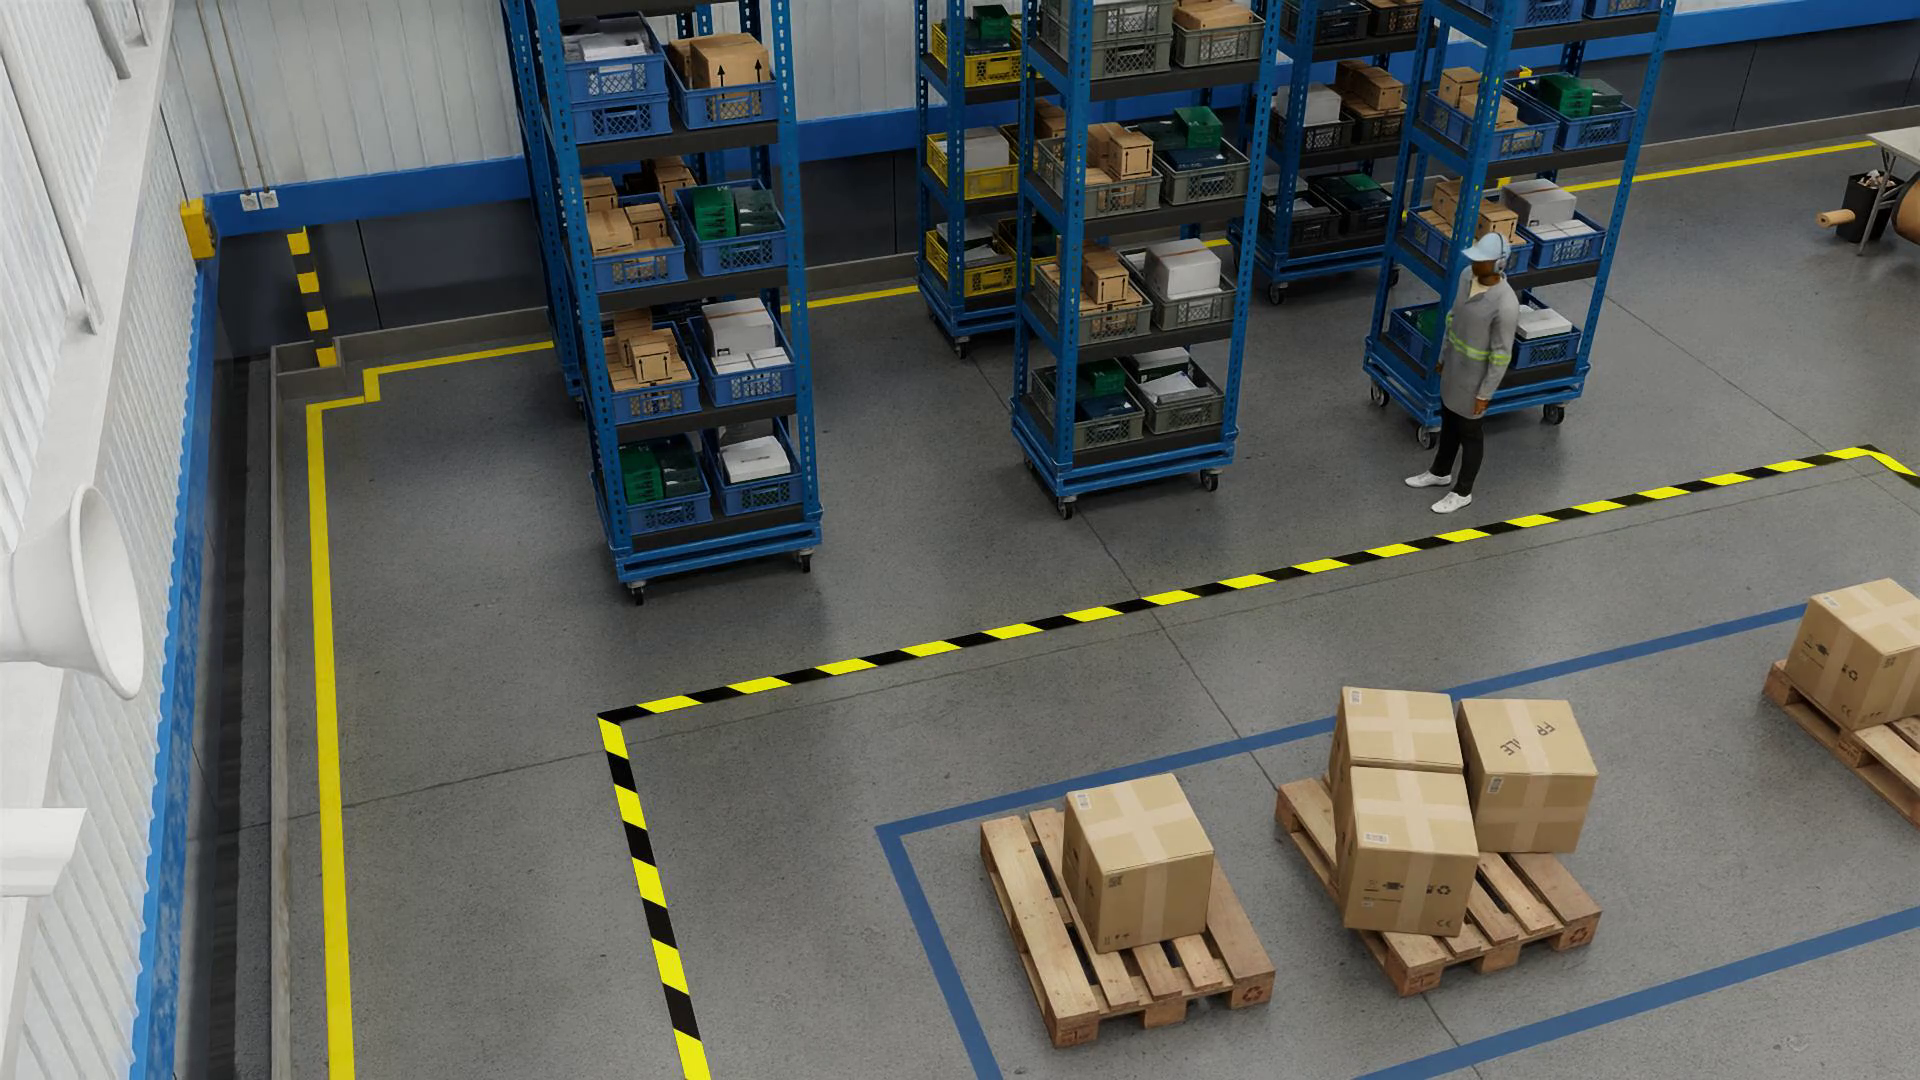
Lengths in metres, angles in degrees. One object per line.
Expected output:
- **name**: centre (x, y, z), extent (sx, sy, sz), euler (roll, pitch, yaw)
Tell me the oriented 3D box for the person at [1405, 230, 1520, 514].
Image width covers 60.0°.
- **person**: centre (3.082, -1.025, 10.135), extent (0.375, 1.852, 0.588), euler (-9, 36, -13)
